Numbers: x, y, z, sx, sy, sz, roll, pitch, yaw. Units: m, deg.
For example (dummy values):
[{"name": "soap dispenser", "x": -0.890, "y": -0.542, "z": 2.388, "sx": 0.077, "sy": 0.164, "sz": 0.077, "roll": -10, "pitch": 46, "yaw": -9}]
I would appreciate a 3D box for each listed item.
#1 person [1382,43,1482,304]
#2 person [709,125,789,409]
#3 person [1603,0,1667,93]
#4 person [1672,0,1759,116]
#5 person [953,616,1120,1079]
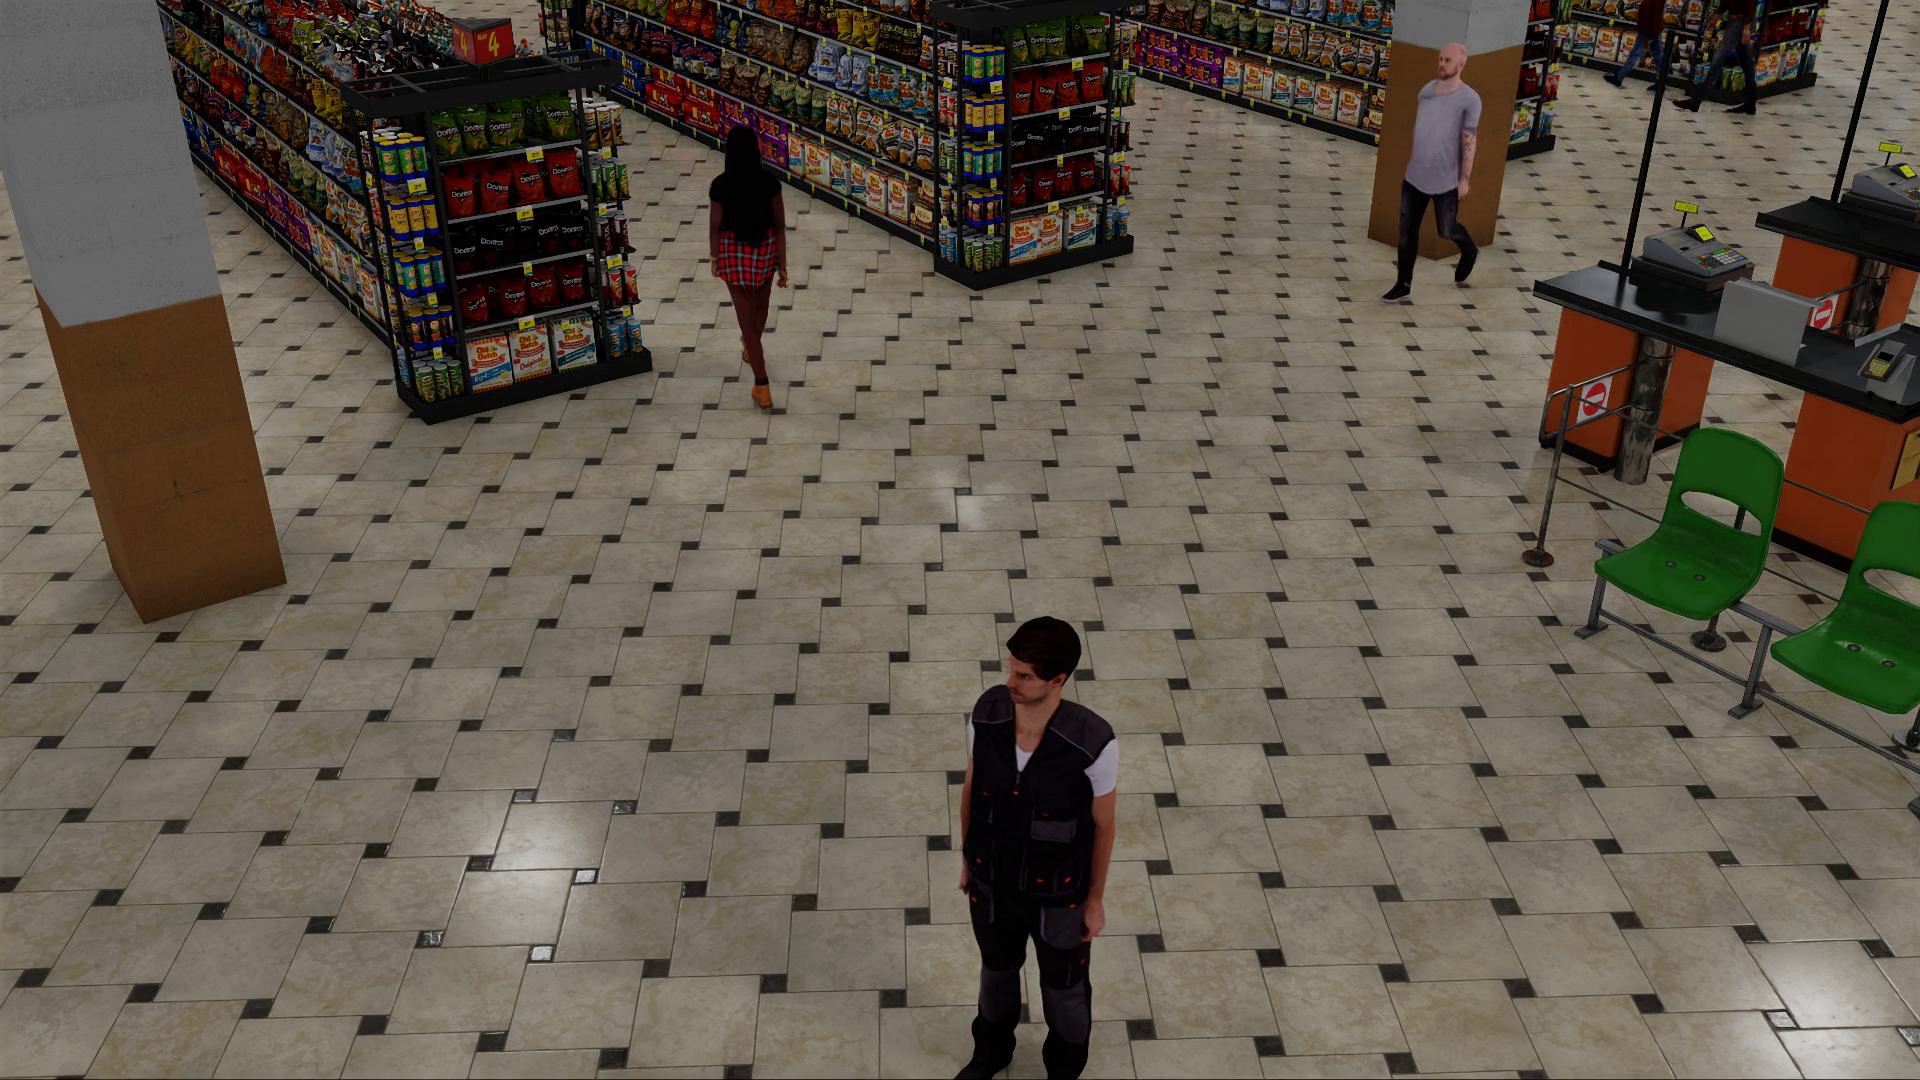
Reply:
[{"name": "person", "x": 3.426, "y": -2.588, "z": 11.785, "sx": 0.766, "sy": 1.814, "sz": 1.031, "roll": -21, "pitch": 35, "yaw": -33}, {"name": "person", "x": -1.262, "y": -1.629, "z": 10.163, "sx": 0.792, "sy": 1.685, "sz": 1.199, "roll": -11, "pitch": 31, "yaw": -19}, {"name": "person", "x": 7.229, "y": -5.251, "z": 17.276, "sx": 0.557, "sy": 1.225, "sz": 0.887, "roll": -21, "pitch": 35, "yaw": -34}, {"name": "person", "x": 7.775, "y": -5.034, "z": 16.355, "sx": 1.138, "sy": 1.727, "sz": 1.052, "roll": 6, "pitch": 29, "yaw": 12}, {"name": "person", "x": 0.232, "y": 1.017, "z": 5.145, "sx": 0.672, "sy": 1.849, "sz": 0.790, "roll": 13, "pitch": 31, "yaw": 23}]
